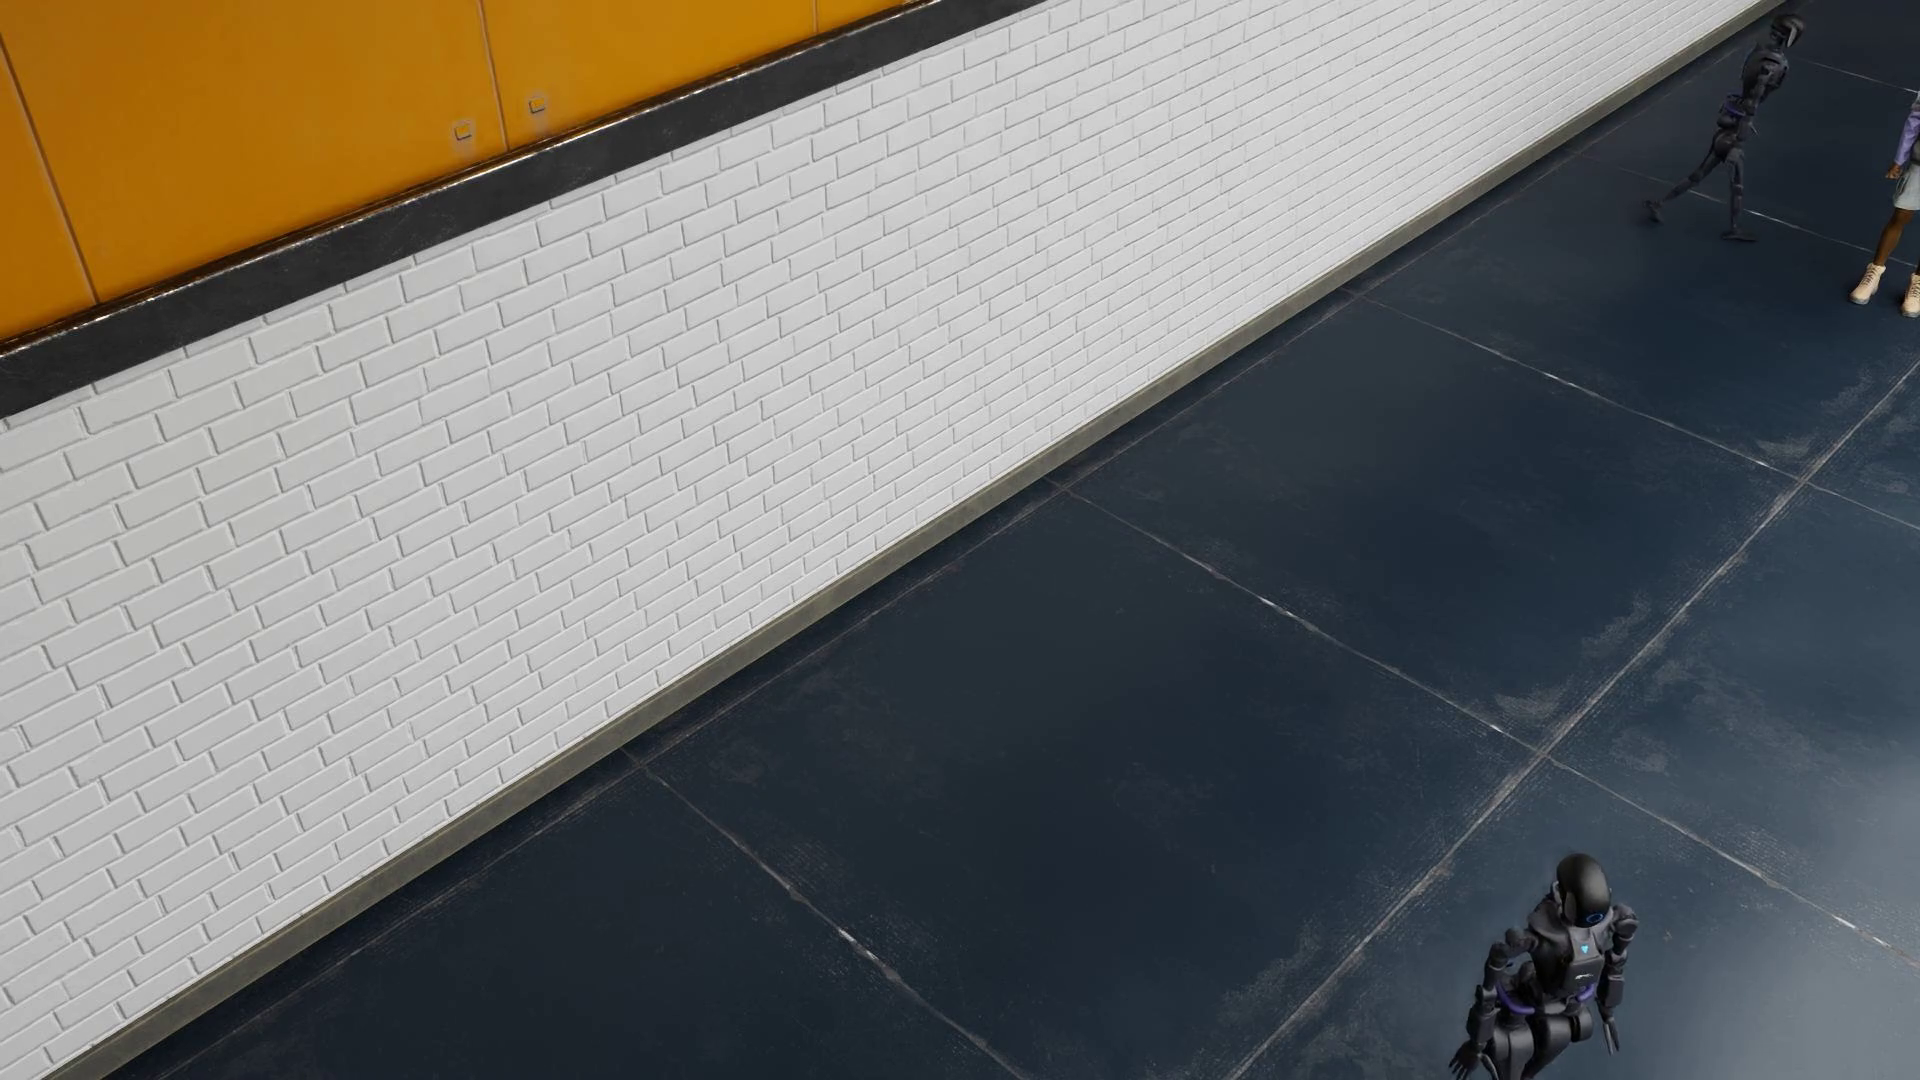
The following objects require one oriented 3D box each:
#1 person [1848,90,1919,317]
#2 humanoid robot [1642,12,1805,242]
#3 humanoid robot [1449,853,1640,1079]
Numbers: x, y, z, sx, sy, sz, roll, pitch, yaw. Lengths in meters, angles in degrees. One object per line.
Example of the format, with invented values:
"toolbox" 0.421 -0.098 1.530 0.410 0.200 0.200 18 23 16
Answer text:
"person" 6.204 -2.372 10.466 0.604 2.045 0.375 23 44 26
"humanoid robot" 5.271 -2.835 11.401 0.813 1.638 0.599 16 41 19
"humanoid robot" 2.022 1.688 5.694 0.612 1.640 0.652 -9 40 -11
